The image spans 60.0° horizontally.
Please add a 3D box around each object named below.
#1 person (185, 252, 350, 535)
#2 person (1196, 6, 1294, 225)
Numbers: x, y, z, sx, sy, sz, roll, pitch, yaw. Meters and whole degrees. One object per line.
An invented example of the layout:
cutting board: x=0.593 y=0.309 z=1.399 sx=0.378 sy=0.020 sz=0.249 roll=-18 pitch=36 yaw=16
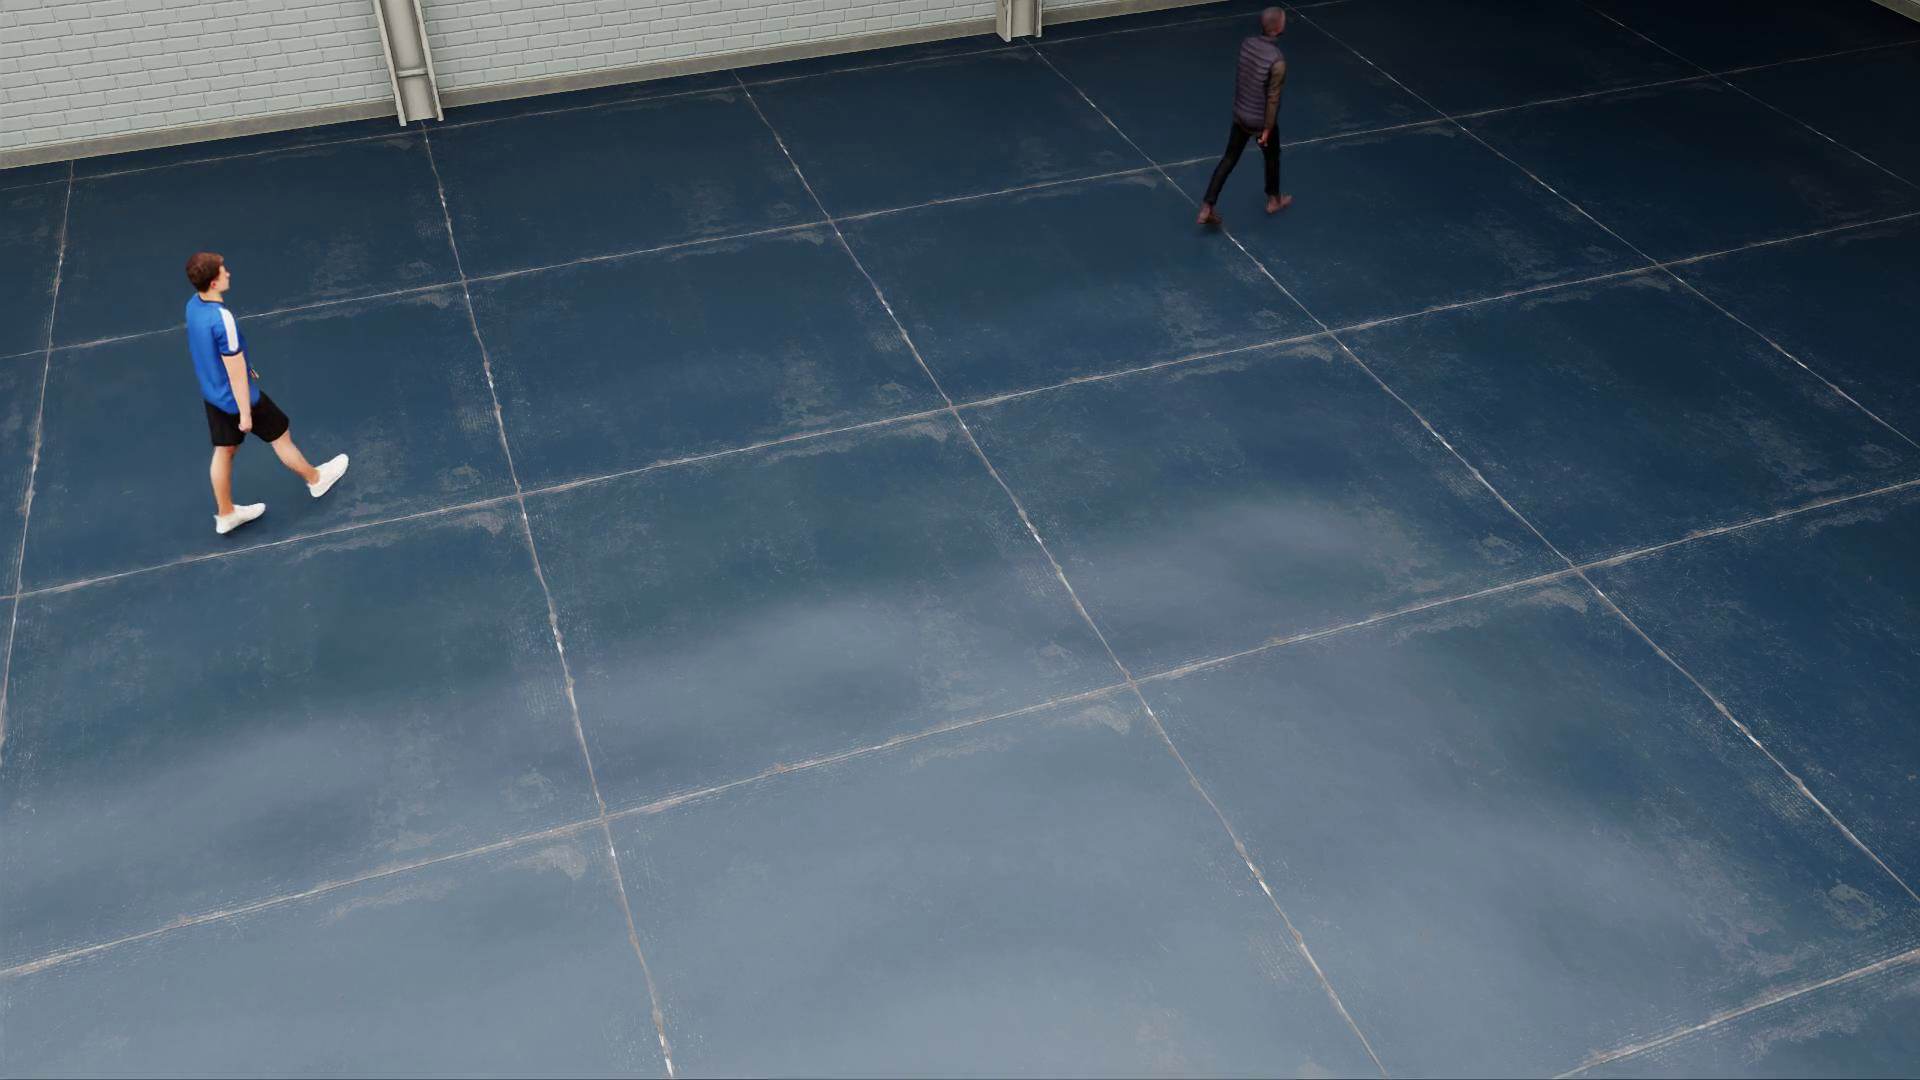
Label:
person: x=-4.492 y=-0.837 z=10.055 sx=1.056 sy=1.819 sz=1.223 roll=23 pitch=44 yaw=27
person: x=2.264 y=-3.321 z=13.256 sx=1.294 sy=1.787 sz=0.932 roll=-24 pitch=44 yaw=-27
